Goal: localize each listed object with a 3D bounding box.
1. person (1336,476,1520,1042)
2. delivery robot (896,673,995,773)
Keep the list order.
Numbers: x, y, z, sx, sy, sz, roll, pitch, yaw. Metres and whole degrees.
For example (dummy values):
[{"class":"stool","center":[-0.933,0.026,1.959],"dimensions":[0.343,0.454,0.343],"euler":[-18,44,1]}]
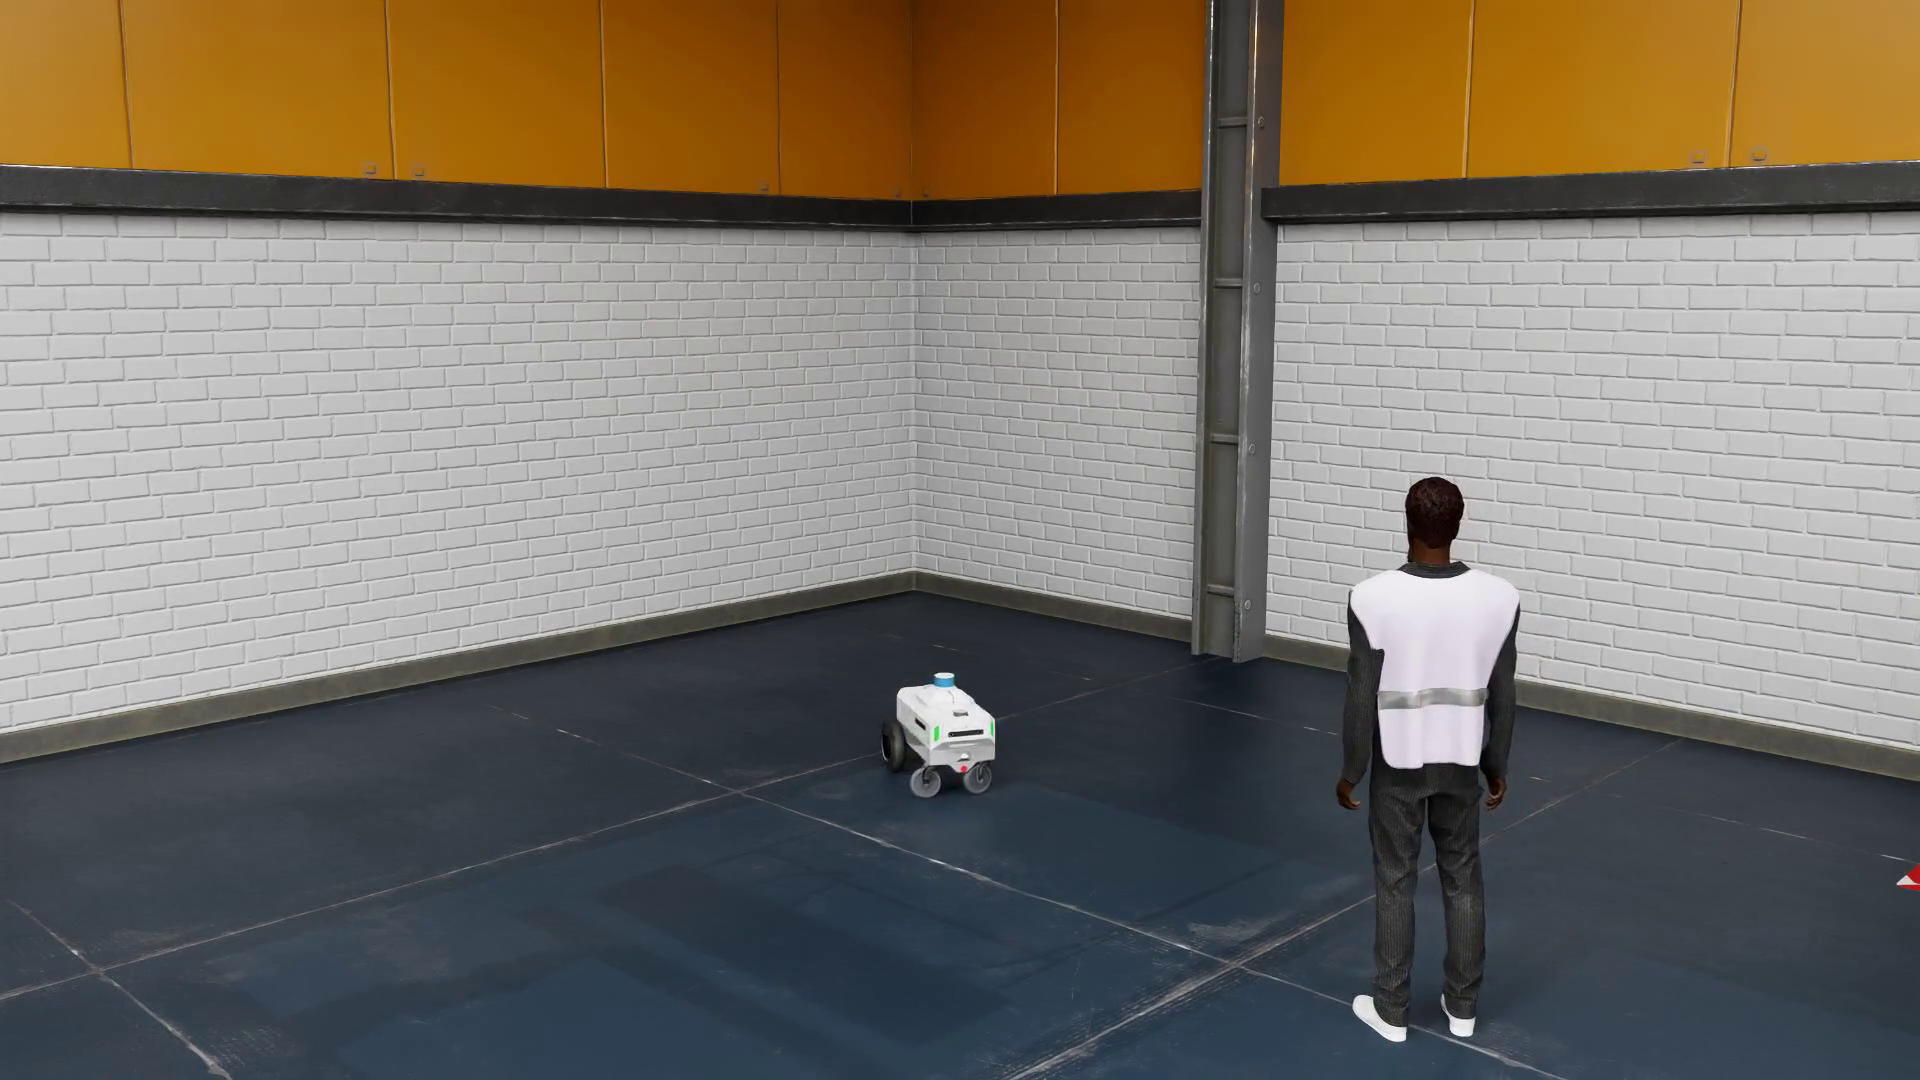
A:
[{"class":"person","center":[1.577,0.747,5.614],"dimensions":[0.594,1.915,0.373],"euler":[-1,9,-5]},{"class":"delivery robot","center":[-0.078,0.918,8.439],"dimensions":[0.477,0.478,0.707],"euler":[-3,10,-18]}]
